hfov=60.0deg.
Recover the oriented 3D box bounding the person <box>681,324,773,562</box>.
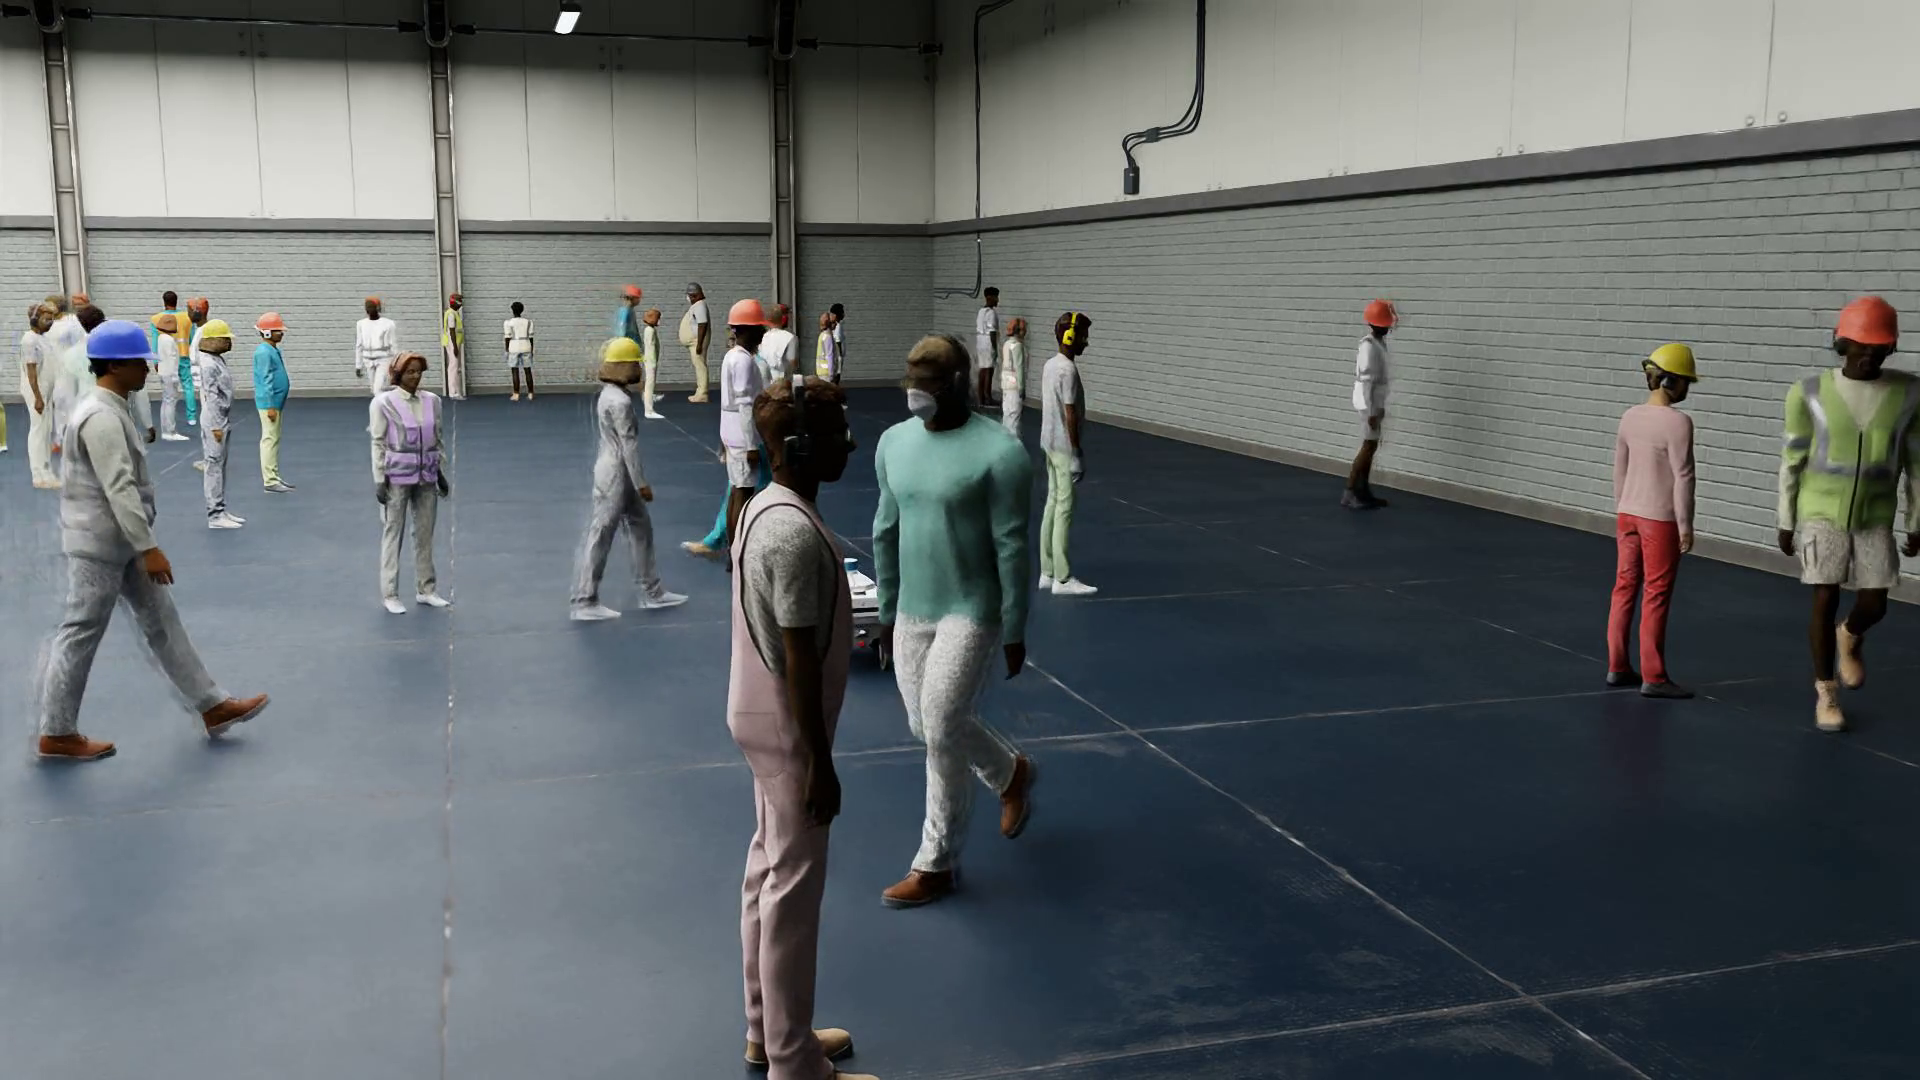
[{"bbox_3d":[-1.601,-0.739,12.318,0.987,1.787,0.528,-4,10,-26],"label":"person"}]

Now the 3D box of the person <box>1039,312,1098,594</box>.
[{"bbox_3d":[0.702,-0.574,11.036,0.333,1.865,0.520,-2,9,-15],"label":"person"}]

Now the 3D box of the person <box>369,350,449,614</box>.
[{"bbox_3d":[-3.448,-0.366,10.425,0.310,1.636,0.522,7,11,37],"label":"person"}]

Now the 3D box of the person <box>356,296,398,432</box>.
[{"bbox_3d":[-8.016,-2.441,22.985,0.577,1.859,0.877,2,9,11],"label":"person"}]

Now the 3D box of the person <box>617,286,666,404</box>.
[{"bbox_3d":[-5.477,-3.214,27.568,1.088,1.975,0.634,-1,9,-8],"label":"person"}]

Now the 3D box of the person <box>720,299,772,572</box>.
[{"bbox_3d":[-1.487,-0.706,11.635,0.371,1.939,0.543,-2,9,-15],"label":"person"}]

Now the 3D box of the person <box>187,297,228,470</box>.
[{"bbox_3d":[-8.223,-1.701,18.164,0.361,1.882,0.575,-5,10,-30],"label":"person"}]

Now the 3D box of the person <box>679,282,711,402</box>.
[{"bbox_3d":[-4.502,-3.363,28.265,0.535,2.000,0.685,-2,9,-11],"label":"person"}]

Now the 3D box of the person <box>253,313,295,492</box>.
[{"bbox_3d":[-6.718,-1.345,16.294,0.334,1.753,0.562,-2,9,-15],"label":"person"}]

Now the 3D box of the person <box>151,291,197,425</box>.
[{"bbox_3d":[-11.201,-2.589,23.735,0.588,1.914,0.384,-6,11,-34],"label":"person"}]

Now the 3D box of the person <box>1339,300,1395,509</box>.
[{"bbox_3d":[3.704,-1.218,15.099,0.430,1.891,0.586,3,10,20],"label":"person"}]

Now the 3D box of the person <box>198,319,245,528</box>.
[{"bbox_3d":[-6.203,-0.973,13.956,0.307,1.745,0.484,-2,9,-15],"label":"person"}]

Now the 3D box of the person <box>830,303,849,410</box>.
[{"bbox_3d":[-1.966,-2.921,26.534,0.322,1.697,0.532,-2,9,-15],"label":"person"}]

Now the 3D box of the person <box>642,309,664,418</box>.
[{"bbox_3d":[-4.611,-2.641,24.949,0.287,1.633,0.498,-2,9,-15],"label":"person"}]

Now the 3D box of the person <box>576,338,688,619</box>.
[{"bbox_3d":[-2.002,-0.369,10.186,0.804,1.711,0.486,-2,9,-15],"label":"person"}]

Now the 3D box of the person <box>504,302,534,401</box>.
[{"bbox_3d":[-7.554,-3.232,28.521,0.540,1.695,0.317,-7,11,-36],"label":"person"}]

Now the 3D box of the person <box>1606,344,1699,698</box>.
[{"bbox_3d":[3.483,-0.096,8.323,0.336,1.759,0.523,-2,9,-15],"label":"person"}]

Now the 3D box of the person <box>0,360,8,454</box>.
[{"bbox_3d":[-11.609,-1.972,19.761,0.383,1.923,0.589,-1,9,-9],"label":"person"}]

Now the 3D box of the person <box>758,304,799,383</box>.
[{"bbox_3d":[-1.993,-1.640,17.987,0.573,1.821,0.835,8,12,42],"label":"person"}]

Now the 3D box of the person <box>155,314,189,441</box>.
[{"bbox_3d":[-10.212,-2.100,21.503,0.268,1.630,0.507,-7,11,-38],"label":"person"}]

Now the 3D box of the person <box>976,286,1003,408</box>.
[{"bbox_3d":[0.463,-3.129,27.010,0.369,1.963,0.609,-3,9,-20],"label":"person"}]

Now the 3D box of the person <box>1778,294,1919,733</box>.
[{"bbox_3d":[4.128,-0.134,7.735,0.624,2.012,0.706,3,9,20],"label":"person"}]

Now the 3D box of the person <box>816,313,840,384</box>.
[{"bbox_3d":[-1.735,-2.160,21.879,0.316,1.639,0.520,-2,9,-14],"label":"person"}]

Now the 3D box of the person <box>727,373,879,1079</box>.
[{"bbox_3d":[-0.408,0.506,4.199,0.349,1.847,0.505,-2,9,-15],"label":"person"}]

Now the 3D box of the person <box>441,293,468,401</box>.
[{"bbox_3d":[-8.710,-3.315,28.601,0.395,1.837,0.563,-2,9,-15],"label":"person"}]

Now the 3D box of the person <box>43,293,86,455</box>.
[{"bbox_3d":[-10.755,-1.964,19.771,0.648,1.909,0.841,4,10,26],"label":"person"}]

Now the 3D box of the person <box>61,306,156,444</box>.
[{"bbox_3d":[-6.789,-0.919,13.203,0.628,1.877,0.786,0,9,1],"label":"person"}]

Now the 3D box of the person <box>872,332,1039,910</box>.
[{"bbox_3d":[0.017,0.241,5.695,0.639,1.914,0.806,7,12,40],"label":"person"}]

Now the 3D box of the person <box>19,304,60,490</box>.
[{"bbox_3d":[-9.098,-1.416,16.489,0.349,1.838,0.505,-2,9,-15],"label":"person"}]

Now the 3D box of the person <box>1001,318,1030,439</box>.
[{"bbox_3d":[0.627,-1.725,19.093,0.314,1.639,0.514,-2,9,-15],"label":"person"}]

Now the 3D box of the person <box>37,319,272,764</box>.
[{"bbox_3d":[-3.566,0.006,7.199,0.973,1.895,0.621,-3,9,-18],"label":"person"}]
